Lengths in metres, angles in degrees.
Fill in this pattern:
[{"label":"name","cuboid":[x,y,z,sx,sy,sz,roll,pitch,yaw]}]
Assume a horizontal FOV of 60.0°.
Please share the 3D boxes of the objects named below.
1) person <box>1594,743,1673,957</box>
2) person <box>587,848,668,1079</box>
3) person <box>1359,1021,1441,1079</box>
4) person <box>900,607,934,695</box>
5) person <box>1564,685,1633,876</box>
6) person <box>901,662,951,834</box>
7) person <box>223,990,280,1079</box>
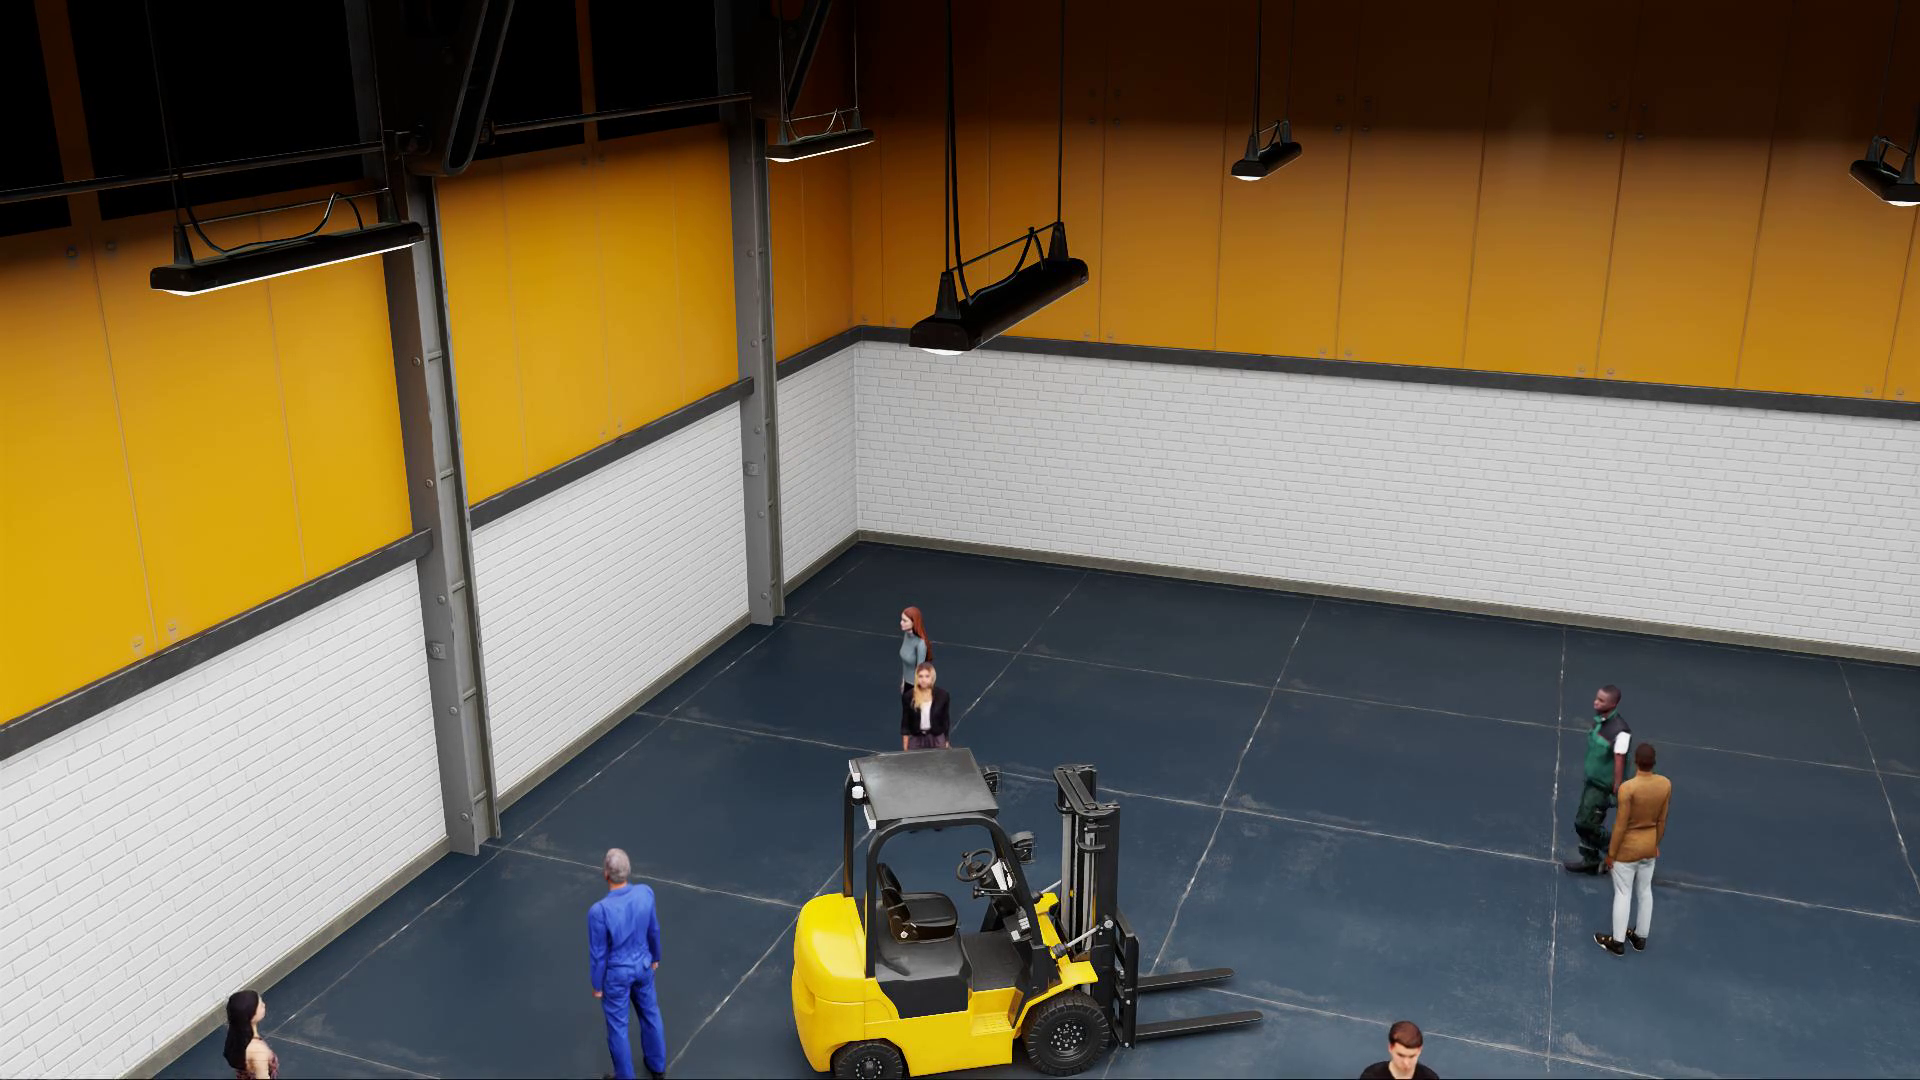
[{"label":"person","cuboid":[5.395,2.461,13.263,0.717,1.815,0.733,-5,19,-13]},{"label":"person","cuboid":[-2.329,3.006,11.624,0.692,1.828,0.860,-16,24,-40]},{"label":"person","cuboid":[2.535,3.611,9.814,0.879,1.837,1.227,2,19,6]},{"label":"person","cuboid":[-0.434,1.466,16.334,0.727,1.740,0.649,-6,20,-18]},{"label":"person","cuboid":[5.621,2.096,14.332,0.898,1.825,0.823,0,19,1]},{"label":"person","cuboid":[-0.307,1.888,15.191,0.679,1.670,0.673,-1,19,-4]},{"label":"person","cuboid":[-4.346,3.553,10.124,0.817,1.748,1.113,14,23,35]}]
